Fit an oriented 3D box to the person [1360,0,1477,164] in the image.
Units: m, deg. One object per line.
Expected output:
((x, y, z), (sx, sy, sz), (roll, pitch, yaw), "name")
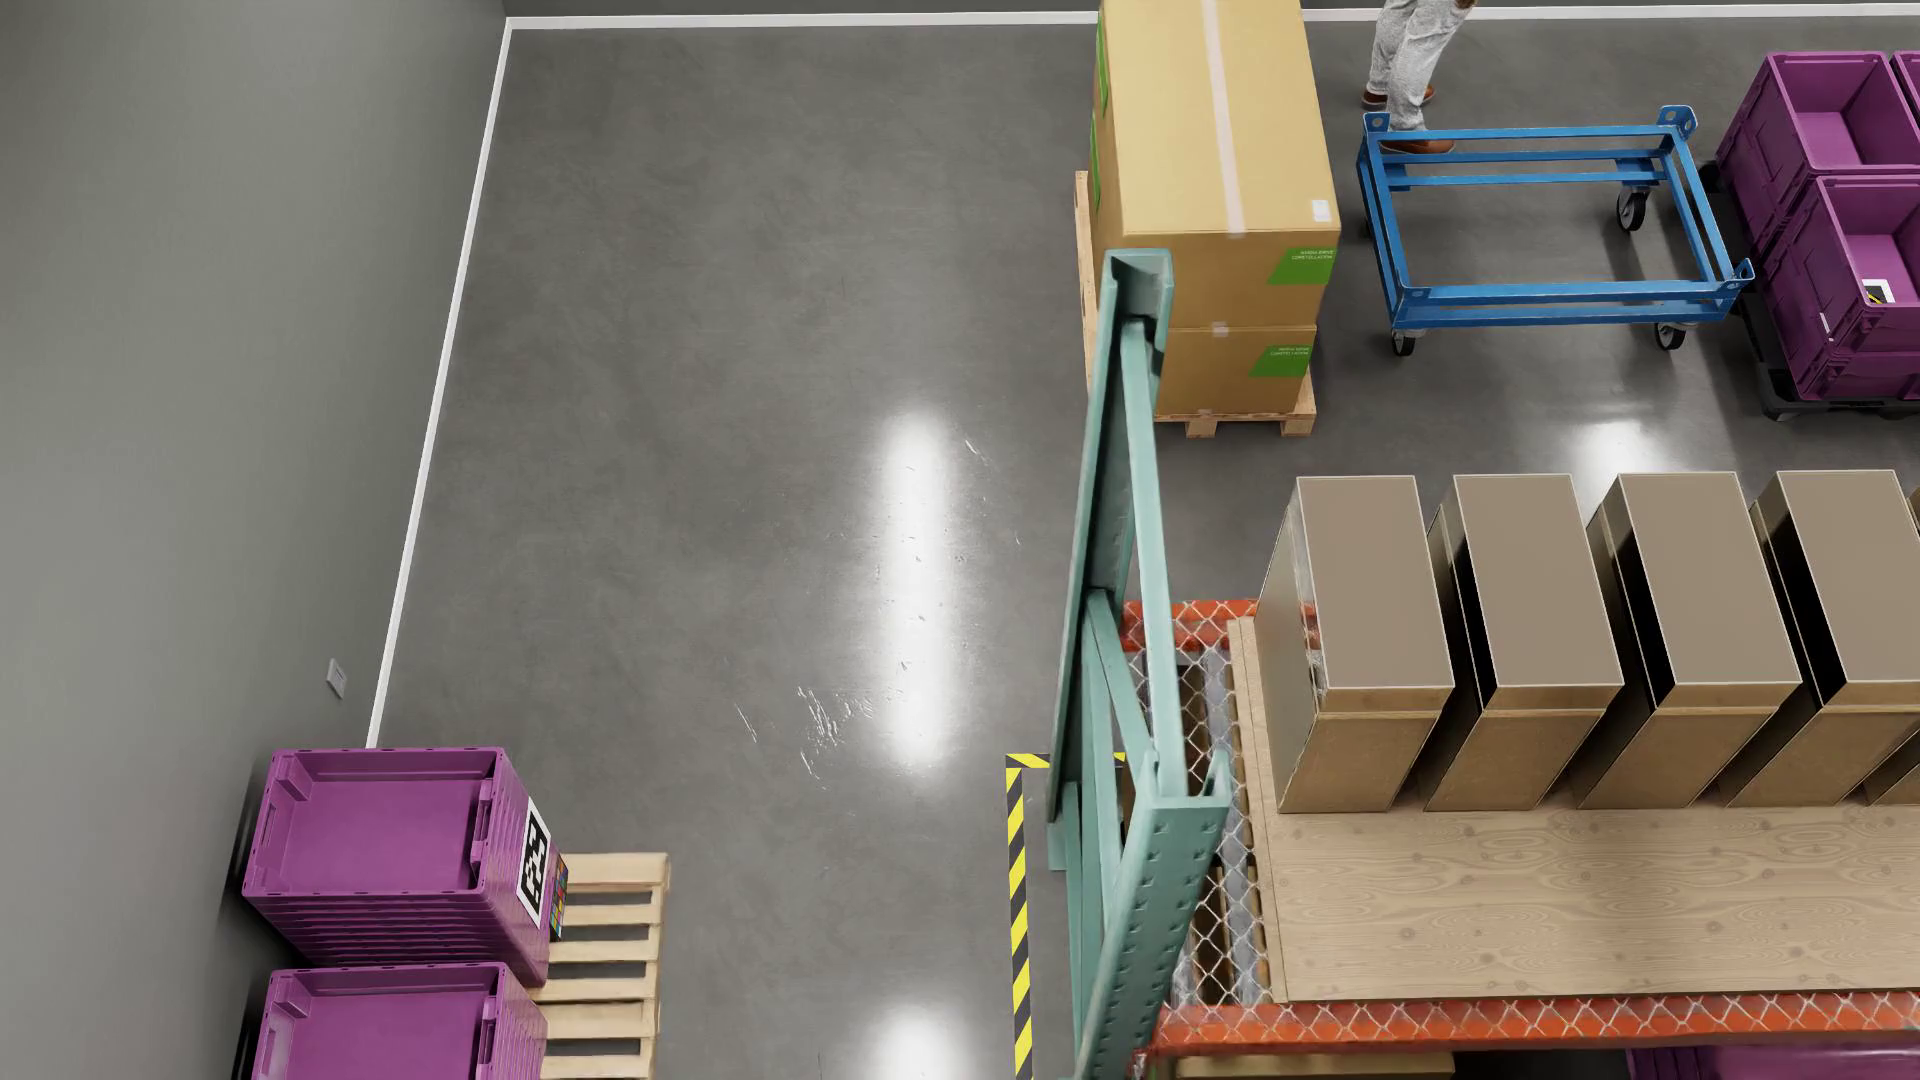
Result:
((1.822, -2.252, 6.084), (0.374, 1.939, 0.629), (-2, 58, -1), "person")
